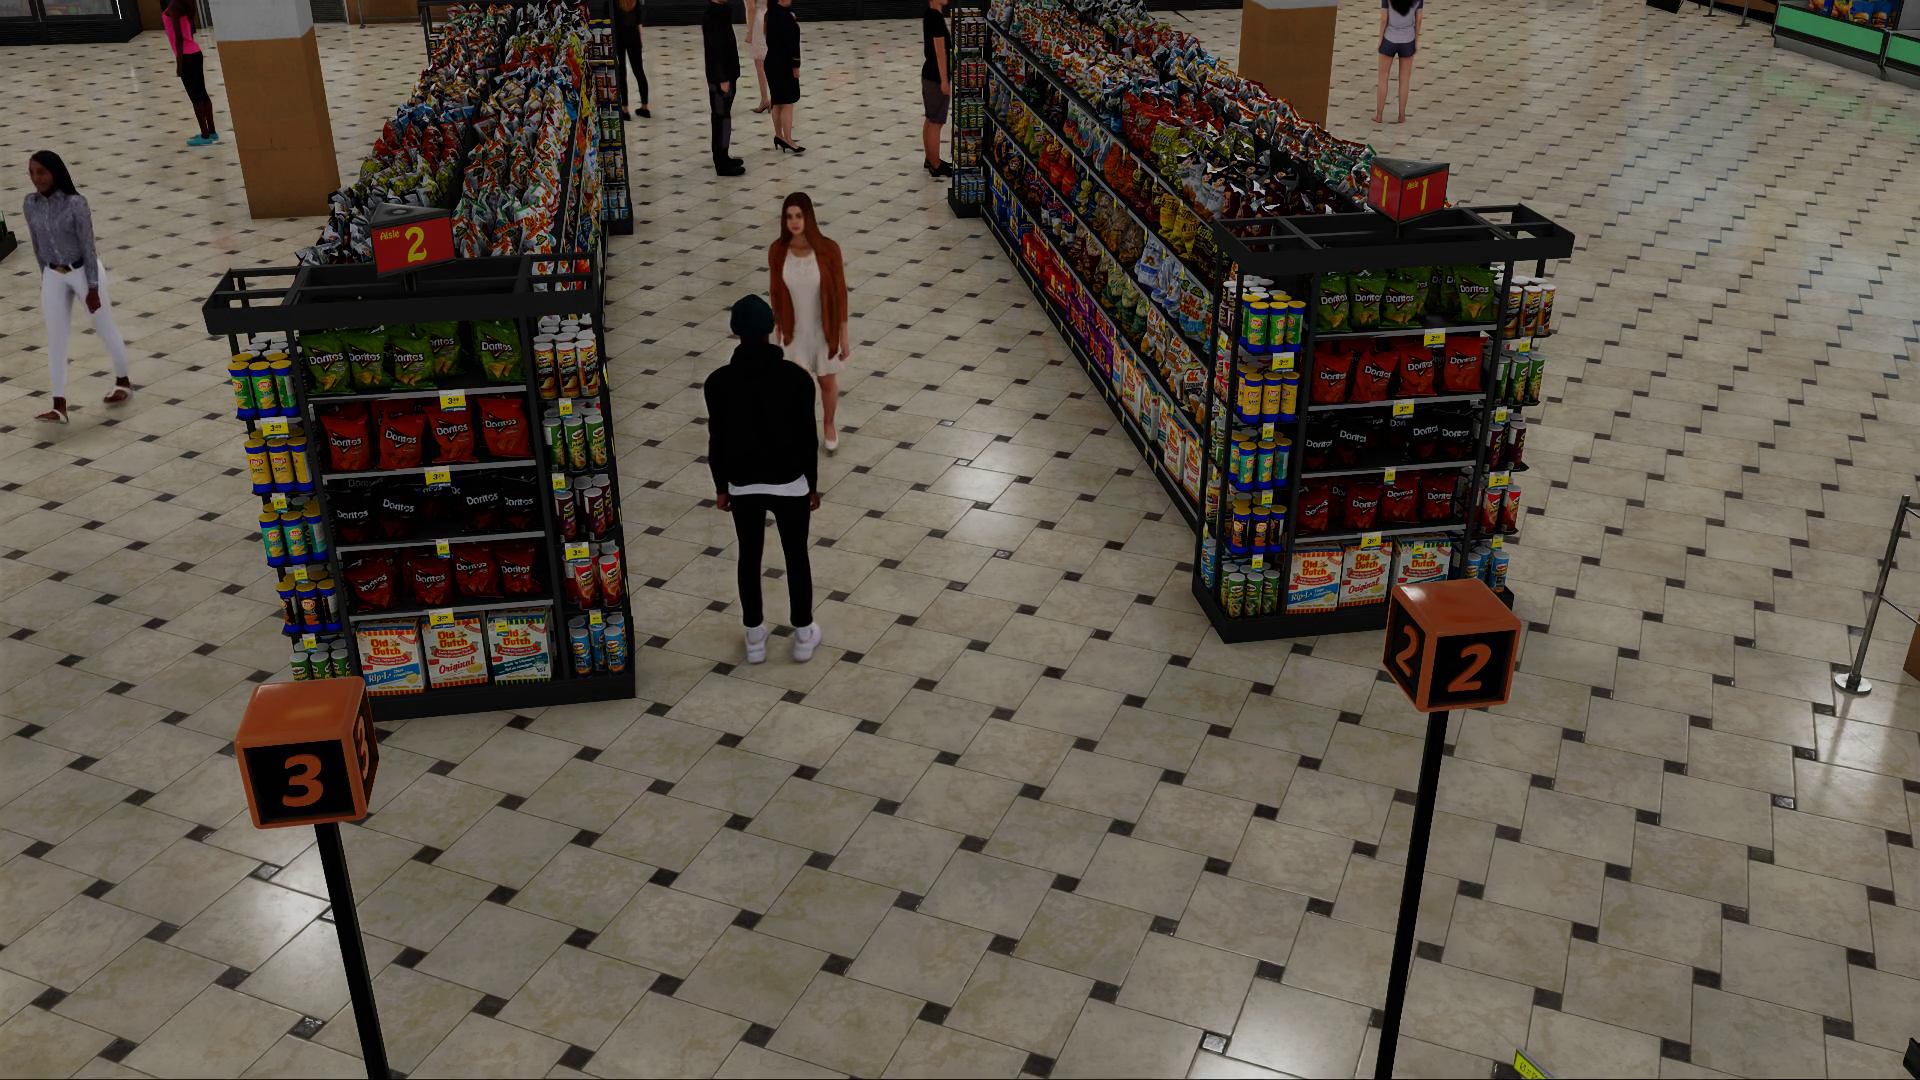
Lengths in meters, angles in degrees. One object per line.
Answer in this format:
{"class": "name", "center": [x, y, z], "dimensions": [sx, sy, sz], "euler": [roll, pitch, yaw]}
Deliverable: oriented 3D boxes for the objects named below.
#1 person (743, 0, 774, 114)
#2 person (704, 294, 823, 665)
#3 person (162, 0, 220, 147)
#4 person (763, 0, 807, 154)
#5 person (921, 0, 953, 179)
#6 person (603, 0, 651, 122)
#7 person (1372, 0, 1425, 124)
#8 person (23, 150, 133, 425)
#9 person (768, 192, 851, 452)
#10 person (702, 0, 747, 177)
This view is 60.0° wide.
{"class": "person", "center": [-2.202, -5.629, 18.426], "dimensions": [0.749, 1.735, 0.685], "euler": [17, 31, 30]}
{"class": "person", "center": [-0.901, -0.262, 7.756], "dimensions": [0.724, 1.814, 0.676], "euler": [1, 27, 3]}
{"class": "person", "center": [-7.917, -4.943, 17.086], "dimensions": [0.641, 1.724, 0.528], "euler": [-1, 27, -1]}
{"class": "person", "center": [-1.795, -4.775, 16.814], "dimensions": [0.839, 1.671, 0.700], "euler": [-15, 31, -27]}
{"class": "person", "center": [-0.233, -4.453, 15.968], "dimensions": [0.732, 1.861, 0.506], "euler": [-5, 27, -10]}
{"class": "person", "center": [-3.646, -5.466, 18.136], "dimensions": [0.679, 1.707, 0.681], "euler": [-19, 32, -32]}
{"class": "person", "center": [4.732, -5.387, 17.981], "dimensions": [0.645, 1.706, 0.608], "euler": [2, 27, 4]}
{"class": "person", "center": [-5.581, -1.637, 10.604], "dimensions": [0.817, 1.690, 1.153], "euler": [3, 27, 5]}
{"class": "person", "center": [-0.858, -1.232, 9.825], "dimensions": [0.768, 1.673, 1.160], "euler": [0, 27, 1]}
{"class": "person", "center": [-2.311, -4.466, 16.020], "dimensions": [0.779, 1.838, 0.493], "euler": [-4, 27, -7]}
